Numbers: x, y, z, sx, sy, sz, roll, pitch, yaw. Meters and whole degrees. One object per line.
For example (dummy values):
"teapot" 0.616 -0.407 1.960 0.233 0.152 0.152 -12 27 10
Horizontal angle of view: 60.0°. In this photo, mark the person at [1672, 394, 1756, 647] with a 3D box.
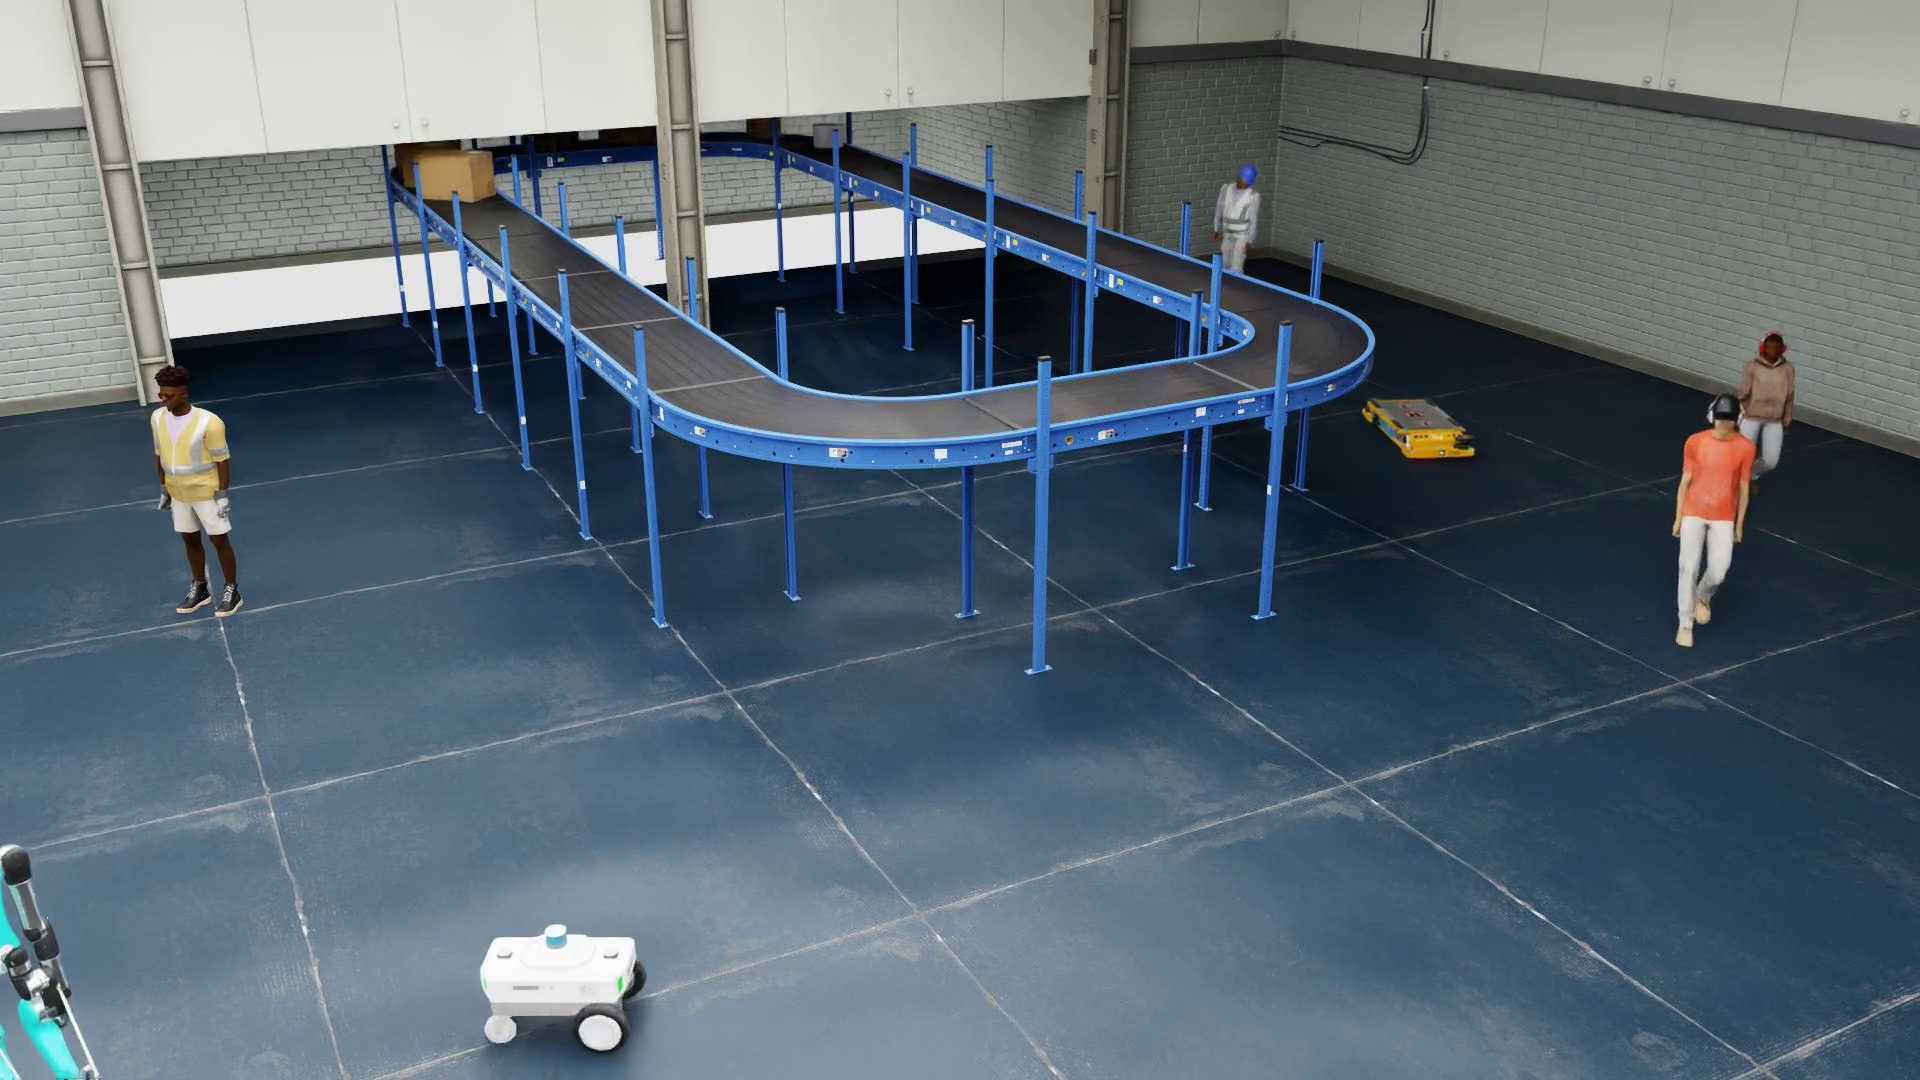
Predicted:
"person" 5.453 -0.166 12.110 0.480 1.897 0.508 9 24 21

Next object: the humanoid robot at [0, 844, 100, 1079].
"humanoid robot" -3.830 2.098 6.841 0.844 1.858 0.554 18 28 37

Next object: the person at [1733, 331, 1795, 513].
"person" 7.054 -1.058 14.657 0.486 1.636 0.444 5 22 11

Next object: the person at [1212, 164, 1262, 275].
"person" 3.525 -3.891 21.324 0.465 1.896 0.659 -18 28 -37

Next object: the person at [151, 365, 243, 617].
"person" -5.769 -0.371 12.532 0.601 1.966 0.367 5 23 12

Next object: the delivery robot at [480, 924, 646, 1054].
"delivery robot" -1.938 2.166 8.151 0.803 0.603 0.499 0 22 0

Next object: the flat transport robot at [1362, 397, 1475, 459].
"flat transport robot" 4.579 -1.132 16.674 0.659 0.231 1.431 -2 22 -5
